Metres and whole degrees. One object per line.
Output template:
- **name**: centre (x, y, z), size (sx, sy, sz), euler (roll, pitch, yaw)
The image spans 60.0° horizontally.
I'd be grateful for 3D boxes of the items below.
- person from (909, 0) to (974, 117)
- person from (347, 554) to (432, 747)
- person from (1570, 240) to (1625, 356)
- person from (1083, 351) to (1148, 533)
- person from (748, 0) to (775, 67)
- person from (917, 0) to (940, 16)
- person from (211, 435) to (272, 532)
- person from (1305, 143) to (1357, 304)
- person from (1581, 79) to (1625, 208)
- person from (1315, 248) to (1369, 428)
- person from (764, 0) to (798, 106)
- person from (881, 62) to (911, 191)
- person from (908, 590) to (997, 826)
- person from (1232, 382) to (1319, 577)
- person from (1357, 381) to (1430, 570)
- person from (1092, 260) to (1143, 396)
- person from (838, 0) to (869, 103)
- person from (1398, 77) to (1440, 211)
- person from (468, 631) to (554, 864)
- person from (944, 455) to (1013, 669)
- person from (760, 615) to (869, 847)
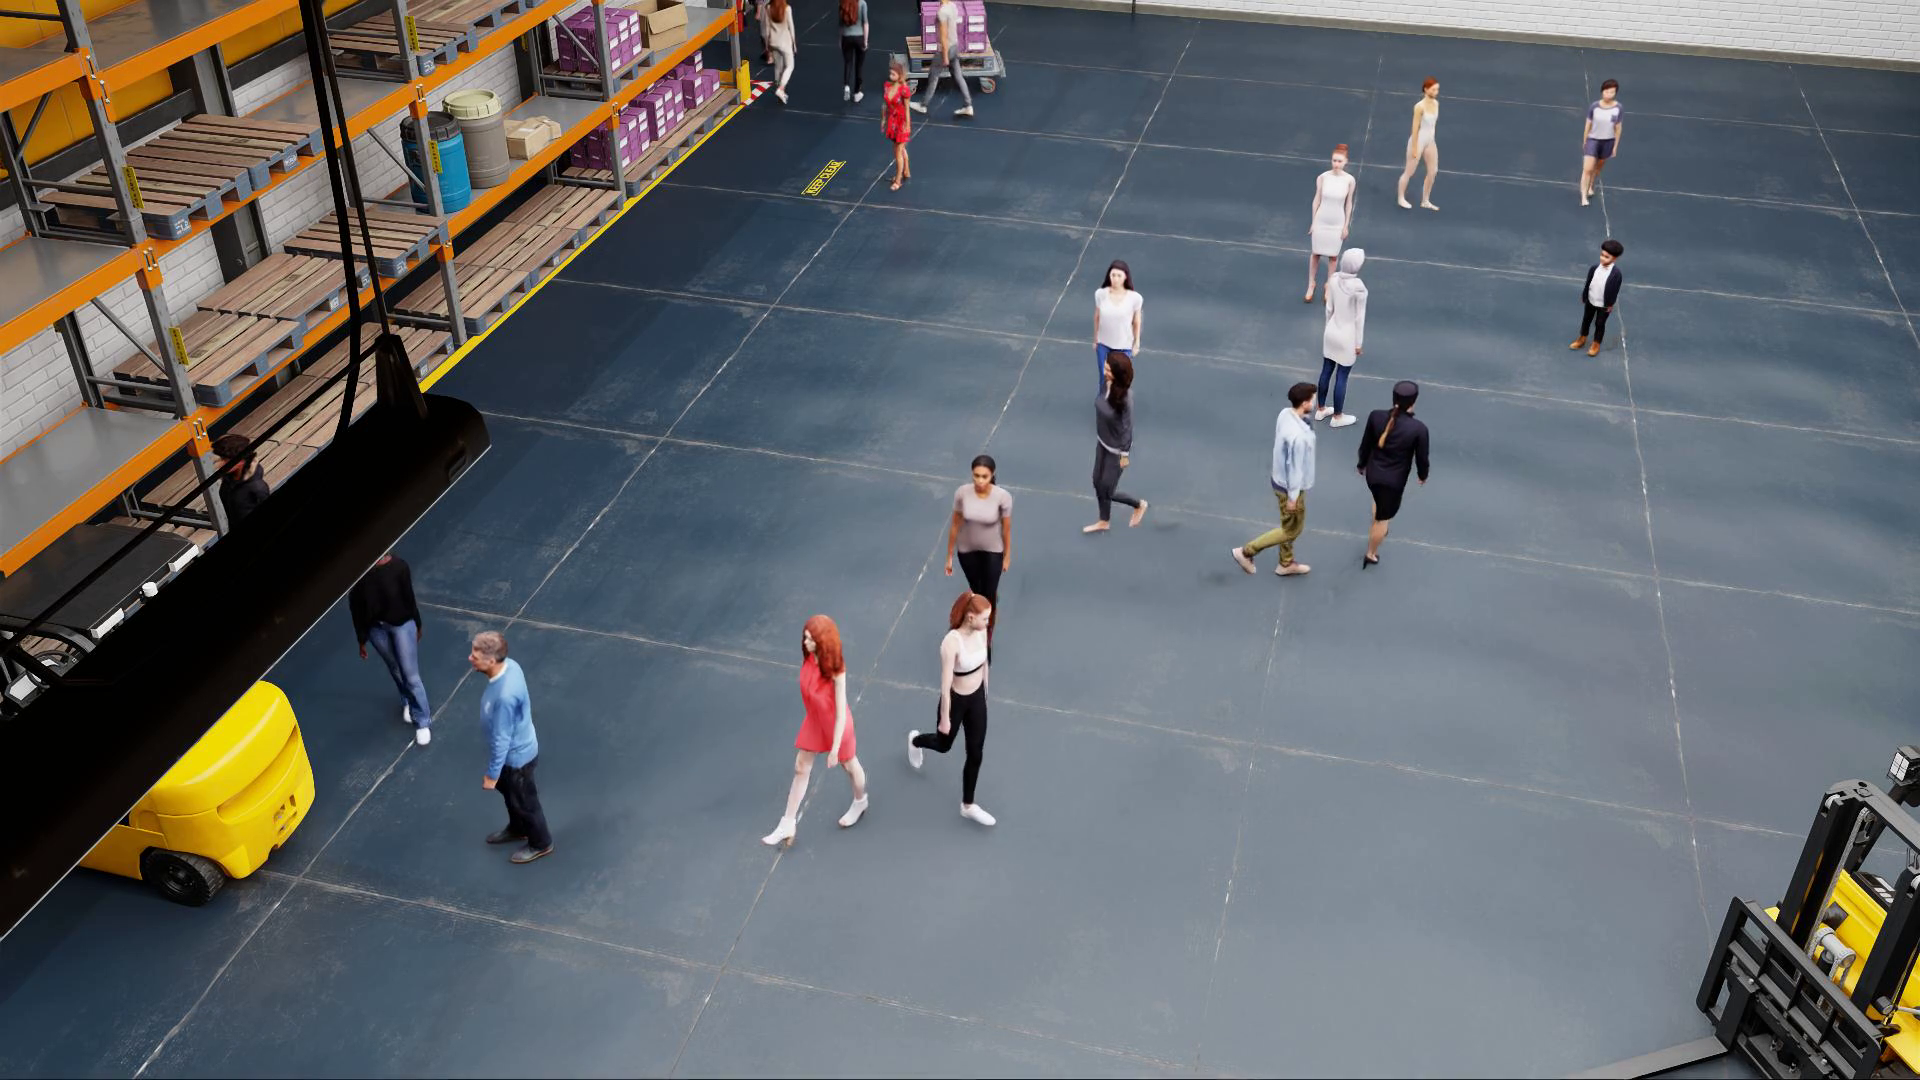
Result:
- **person**: centre (-0.097, -6.663, 22.724), size (0.833, 1.847, 1.135), euler (12, 35, 17)
- **person**: centre (-4.086, 0.586, 11.927), size (0.792, 1.727, 0.938), euler (-5, 34, -7)
- **person**: centre (6.553, -2.494, 17.016), size (0.601, 1.223, 0.575), euler (-28, 43, -35)
- **person**: centre (1.364, -0.809, 13.999), size (0.914, 1.756, 0.864), euler (-13, 36, -18)
- **person**: centre (-2.968, -7.957, 24.849), size (0.855, 1.651, 0.714), euler (-1, 34, -2)
- **person**: centre (-0.511, -9.445, 26.903), size (0.668, 1.853, 0.524), euler (9, 35, 13)
- **person**: centre (-5.422, -0.038, 12.816), size (0.677, 1.781, 0.671), euler (17, 37, 23)
- **person**: centre (3.969, -3.375, 17.828), size (0.563, 1.791, 0.483), euler (9, 35, 14)
- **person**: centre (7.829, -4.878, 20.344), size (0.602, 1.509, 1.054), euler (6, 34, 9)
- **person**: centre (3.582, -1.906, 15.633), size (0.733, 1.775, 0.686), euler (-20, 39, -28)
- **person**: centre (-2.528, -6.893, 23.211), size (0.614, 1.691, 0.789), euler (10, 35, 14)
- **person**: centre (-0.749, -5.212, 20.790), size (0.869, 1.572, 0.774), euler (-24, 40, -31)
- **person**: centre (-0.044, 1.076, 11.206), size (1.159, 1.708, 1.073), euler (-26, 41, -33)
- **person**: centre (2.581, -0.446, 13.421), size (0.873, 1.792, 0.932), euler (1, 34, 2)
- **person**: centre (3.461, -0.484, 13.606), size (0.896, 1.651, 0.995), euler (23, 40, 31)
- **person**: centre (1.475, -1.854, 15.653), size (0.596, 1.665, 0.929), euler (9, 35, 13)
- **person**: centre (-1.502, -6.936, 23.238), size (0.617, 1.734, 0.881), euler (5, 34, 8)
- **person**: centre (5.517, -4.806, 20.130), size (0.815, 1.627, 0.863), euler (-22, 39, -29)
- **person**: centre (-2.834, 1.330, 10.736), size (0.872, 1.806, 0.801), euler (-13, 36, -19)
- **person**: centre (0.182, 0.061, 12.718), size (0.636, 1.725, 0.816), euler (11, 35, 15)
- **person**: centre (-0.779, 1.212, 10.923), size (1.134, 1.795, 0.990), euler (-25, 41, -33)
